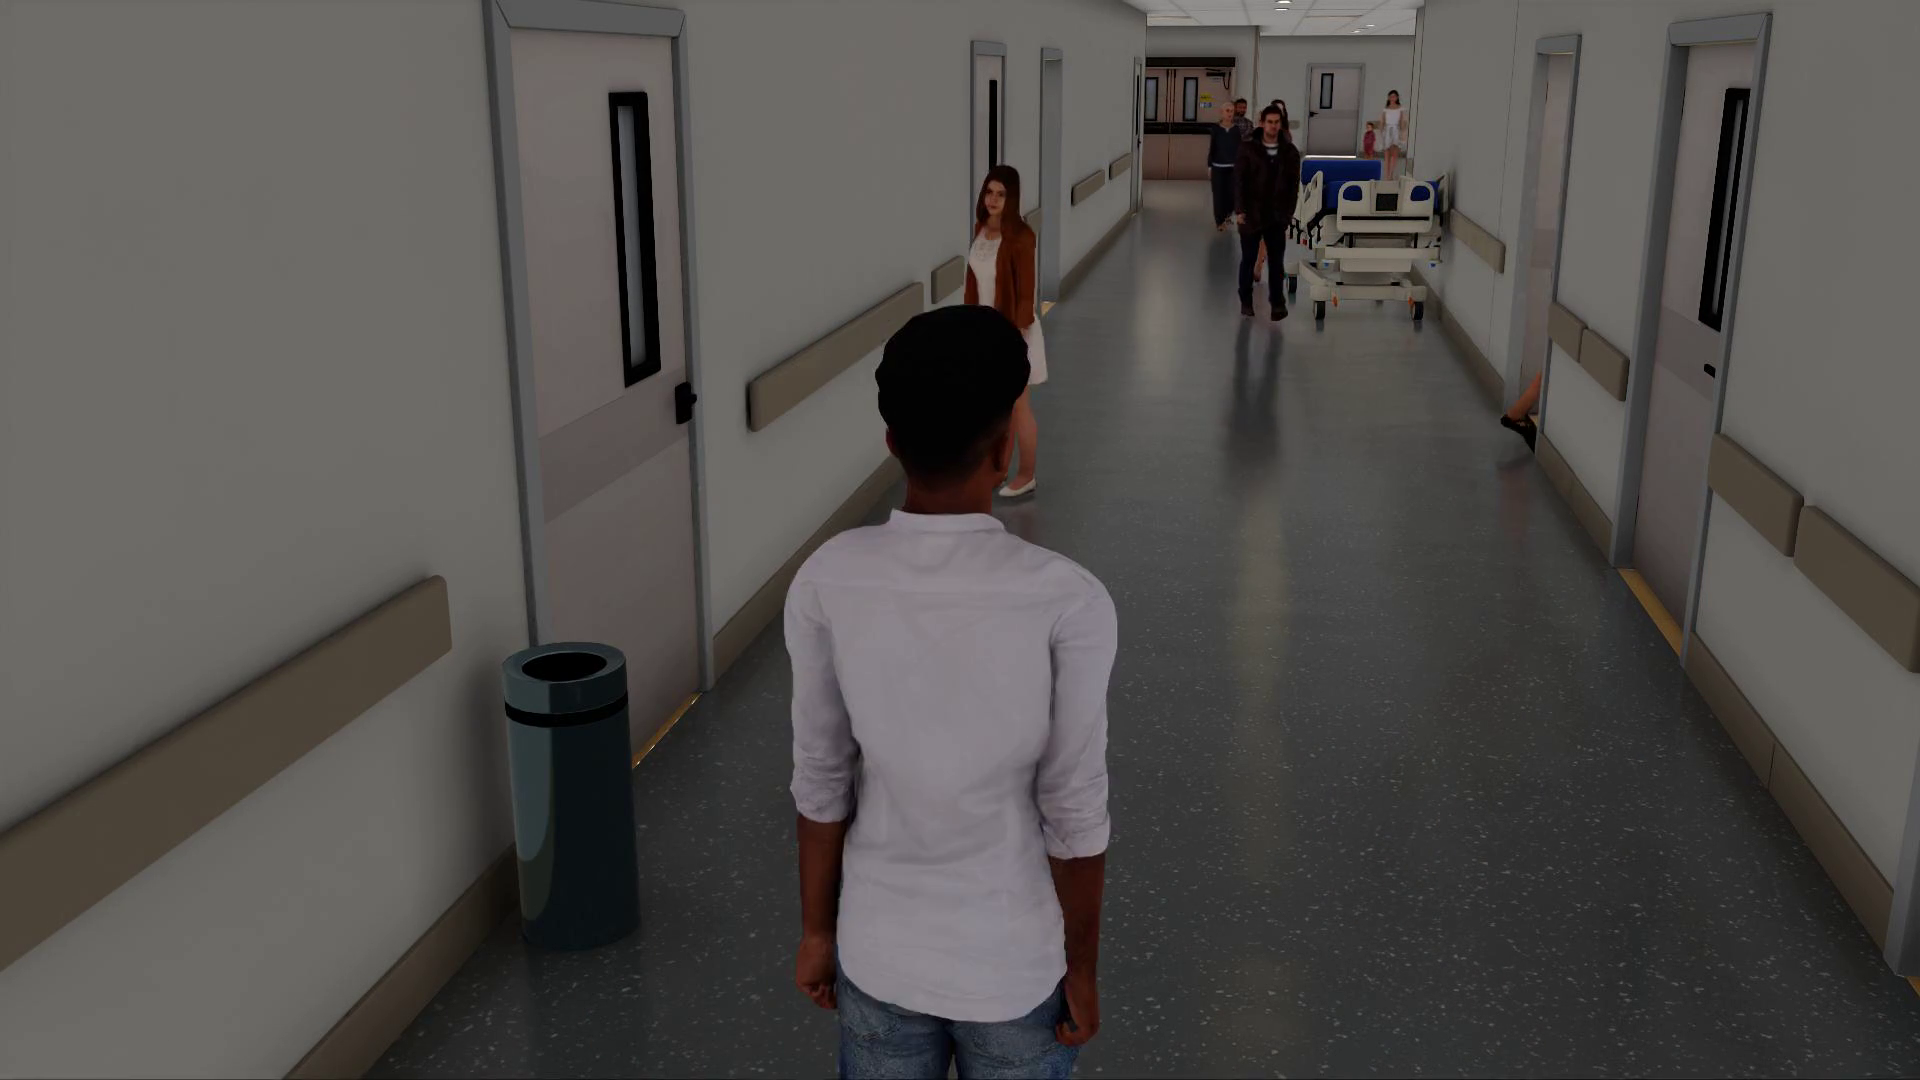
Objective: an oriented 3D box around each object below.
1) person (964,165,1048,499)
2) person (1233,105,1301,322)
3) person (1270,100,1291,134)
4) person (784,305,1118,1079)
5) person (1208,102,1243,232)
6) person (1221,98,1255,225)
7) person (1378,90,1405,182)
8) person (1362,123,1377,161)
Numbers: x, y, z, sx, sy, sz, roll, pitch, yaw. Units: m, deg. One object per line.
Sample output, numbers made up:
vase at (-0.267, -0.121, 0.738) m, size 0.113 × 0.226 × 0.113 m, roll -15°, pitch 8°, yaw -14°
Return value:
person at (0.256, -1.020, 8.337) m, size 0.869 × 1.669 × 0.806 m, roll -10°, pitch 19°, yaw -31°
person at (2.606, -2.814, 14.458) m, size 1.119 × 1.802 × 0.984 m, roll -1°, pitch 16°, yaw -2°
person at (3.670, -4.301, 19.822) m, size 1.109 × 1.752 × 0.886 m, roll -1°, pitch 16°, yaw -5°
person at (-0.038, 0.586, 2.408) m, size 1.005 × 1.797 × 0.788 m, roll 5°, pitch 17°, yaw 18°
person at (3.601, -5.082, 22.690) m, size 0.942 × 1.700 × 0.850 m, roll -1°, pitch 16°, yaw -4°
person at (3.873, -5.381, 23.671) m, size 0.755 × 1.744 × 0.873 m, roll -2°, pitch 16°, yaw -8°
person at (8.208, -7.632, 31.623) m, size 0.685 × 1.760 × 0.743 m, roll 5°, pitch 17°, yaw 19°
person at (9.104, -8.753, 36.974) m, size 0.580 × 1.014 × 0.591 m, roll 9°, pitch 18°, yaw 30°
